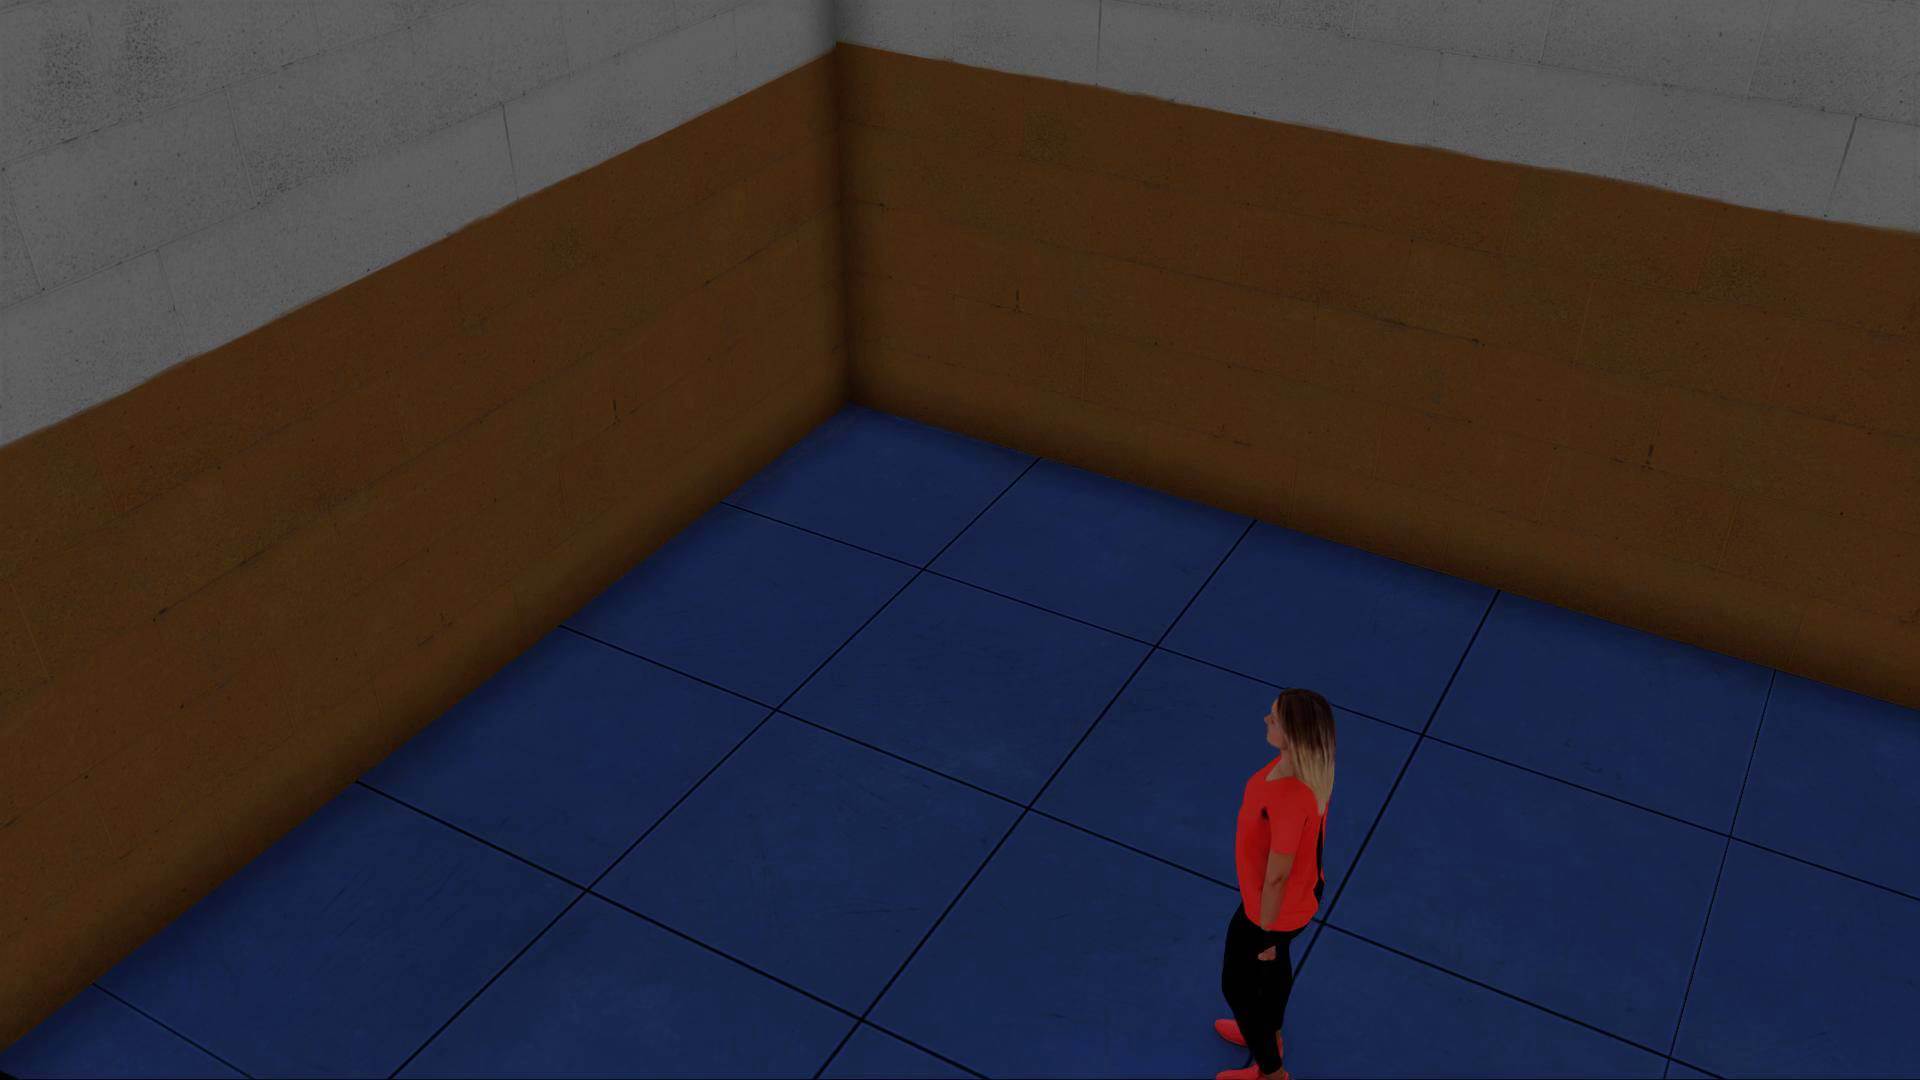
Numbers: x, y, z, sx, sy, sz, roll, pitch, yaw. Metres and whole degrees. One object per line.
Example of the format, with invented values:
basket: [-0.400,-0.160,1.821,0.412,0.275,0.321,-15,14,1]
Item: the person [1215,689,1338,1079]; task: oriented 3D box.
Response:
person: [1.094,1.214,5.604,0.720,1.691,0.549,10,35,15]
